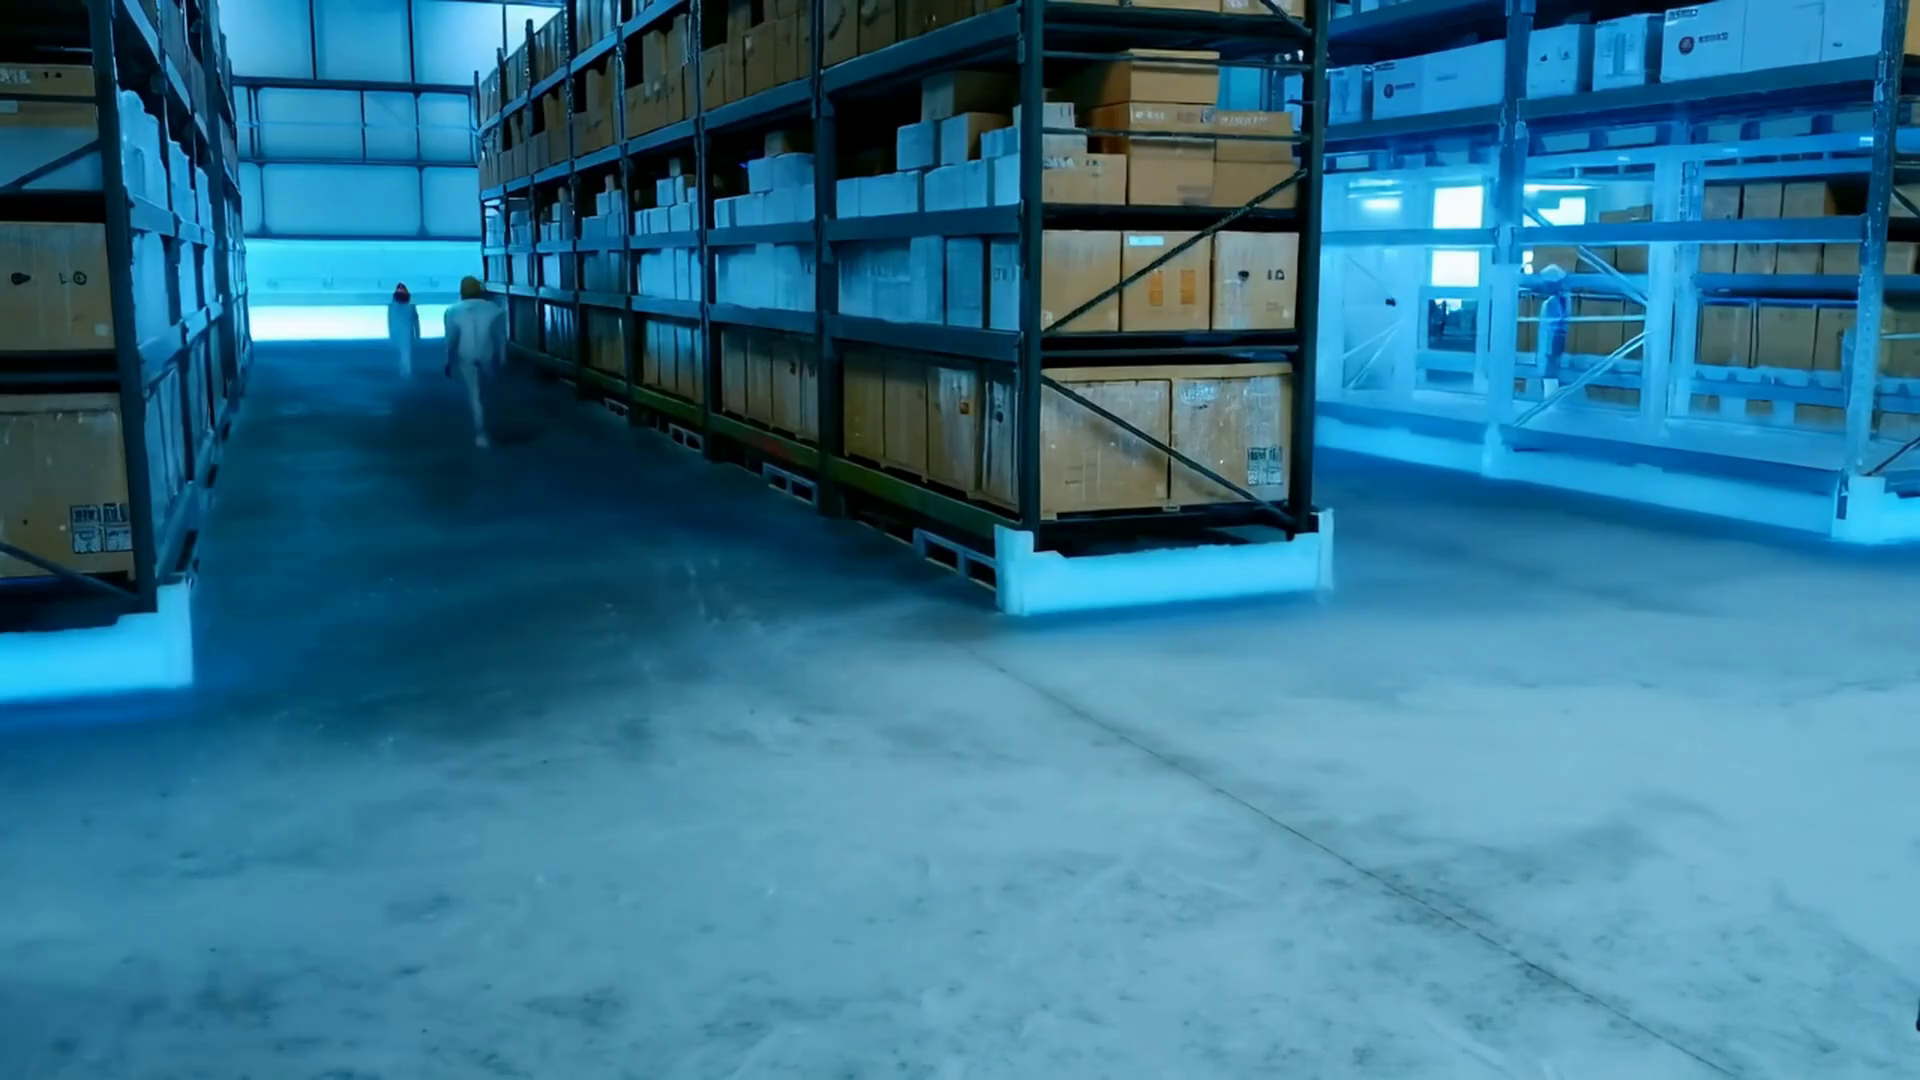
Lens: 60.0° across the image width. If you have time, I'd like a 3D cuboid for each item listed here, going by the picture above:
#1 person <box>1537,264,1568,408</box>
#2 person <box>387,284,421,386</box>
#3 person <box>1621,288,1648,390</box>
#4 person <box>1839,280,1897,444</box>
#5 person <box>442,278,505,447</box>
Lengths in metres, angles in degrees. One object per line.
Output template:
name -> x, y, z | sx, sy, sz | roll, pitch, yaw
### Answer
person -> 7.129, -2.300, 20.129 | 0.359, 2.047, 0.614 | 5, 11, 29
person -> -9.262, -3.413, 27.775 | 0.512, 1.705, 0.822 | -5, 11, -26
person -> 11.145, -3.224, 26.802 | 0.530, 1.665, 0.815 | -5, 11, -28
person -> 9.709, -1.852, 17.911 | 0.401, 1.900, 0.636 | -3, 10, -15
person -> -5.574, -2.035, 19.003 | 0.653, 1.888, 0.998 | -5, 11, -27
